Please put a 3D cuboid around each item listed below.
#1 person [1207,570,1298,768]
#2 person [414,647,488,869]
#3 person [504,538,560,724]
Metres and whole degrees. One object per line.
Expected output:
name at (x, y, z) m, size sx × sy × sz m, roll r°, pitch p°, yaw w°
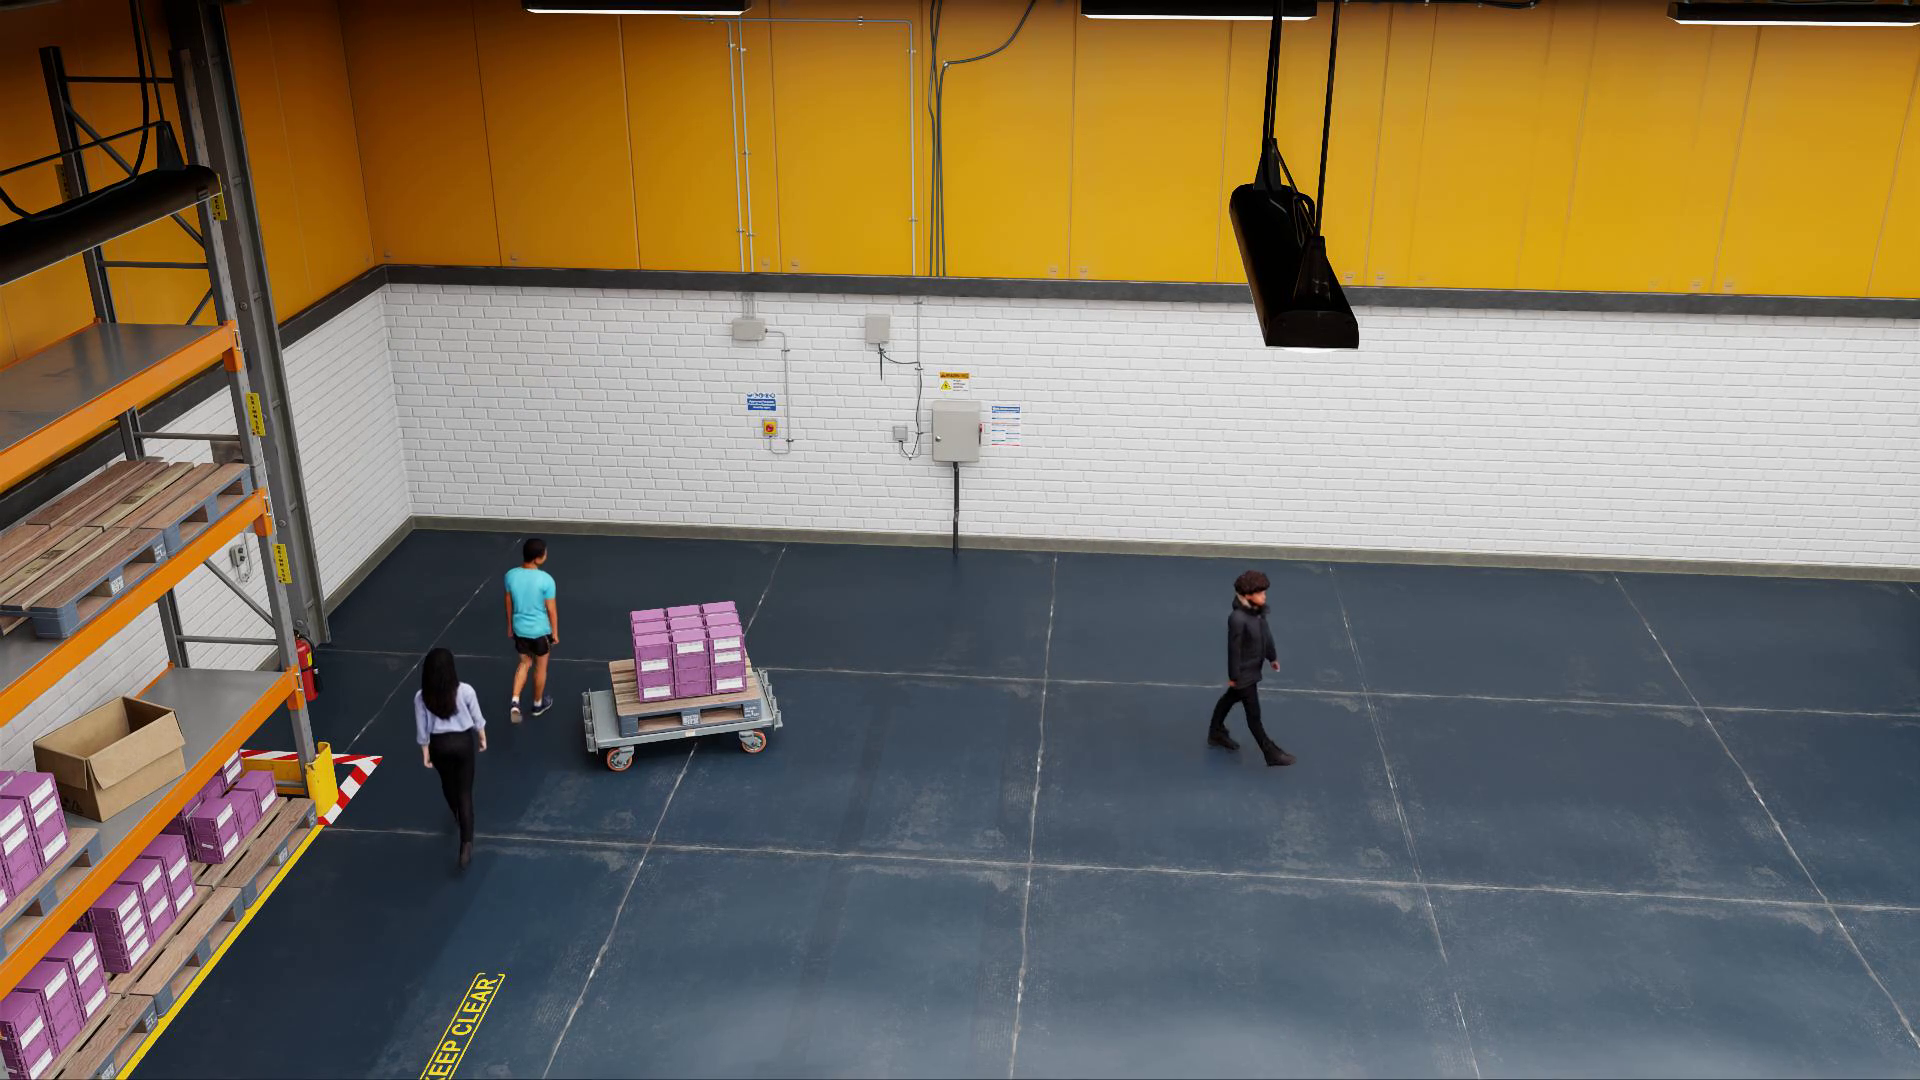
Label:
person at (2.336, 1.056, 14.027) m, size 1.018 × 1.730 × 1.119 m, roll 14°, pitch 27°, yaw 29°
person at (-3.862, 1.673, 12.655) m, size 0.909 × 1.697 × 1.240 m, roll -5°, pitch 24°, yaw -11°
person at (-3.755, 0.843, 14.498) m, size 0.707 × 1.743 × 0.941 m, roll 3°, pitch 24°, yaw 7°
